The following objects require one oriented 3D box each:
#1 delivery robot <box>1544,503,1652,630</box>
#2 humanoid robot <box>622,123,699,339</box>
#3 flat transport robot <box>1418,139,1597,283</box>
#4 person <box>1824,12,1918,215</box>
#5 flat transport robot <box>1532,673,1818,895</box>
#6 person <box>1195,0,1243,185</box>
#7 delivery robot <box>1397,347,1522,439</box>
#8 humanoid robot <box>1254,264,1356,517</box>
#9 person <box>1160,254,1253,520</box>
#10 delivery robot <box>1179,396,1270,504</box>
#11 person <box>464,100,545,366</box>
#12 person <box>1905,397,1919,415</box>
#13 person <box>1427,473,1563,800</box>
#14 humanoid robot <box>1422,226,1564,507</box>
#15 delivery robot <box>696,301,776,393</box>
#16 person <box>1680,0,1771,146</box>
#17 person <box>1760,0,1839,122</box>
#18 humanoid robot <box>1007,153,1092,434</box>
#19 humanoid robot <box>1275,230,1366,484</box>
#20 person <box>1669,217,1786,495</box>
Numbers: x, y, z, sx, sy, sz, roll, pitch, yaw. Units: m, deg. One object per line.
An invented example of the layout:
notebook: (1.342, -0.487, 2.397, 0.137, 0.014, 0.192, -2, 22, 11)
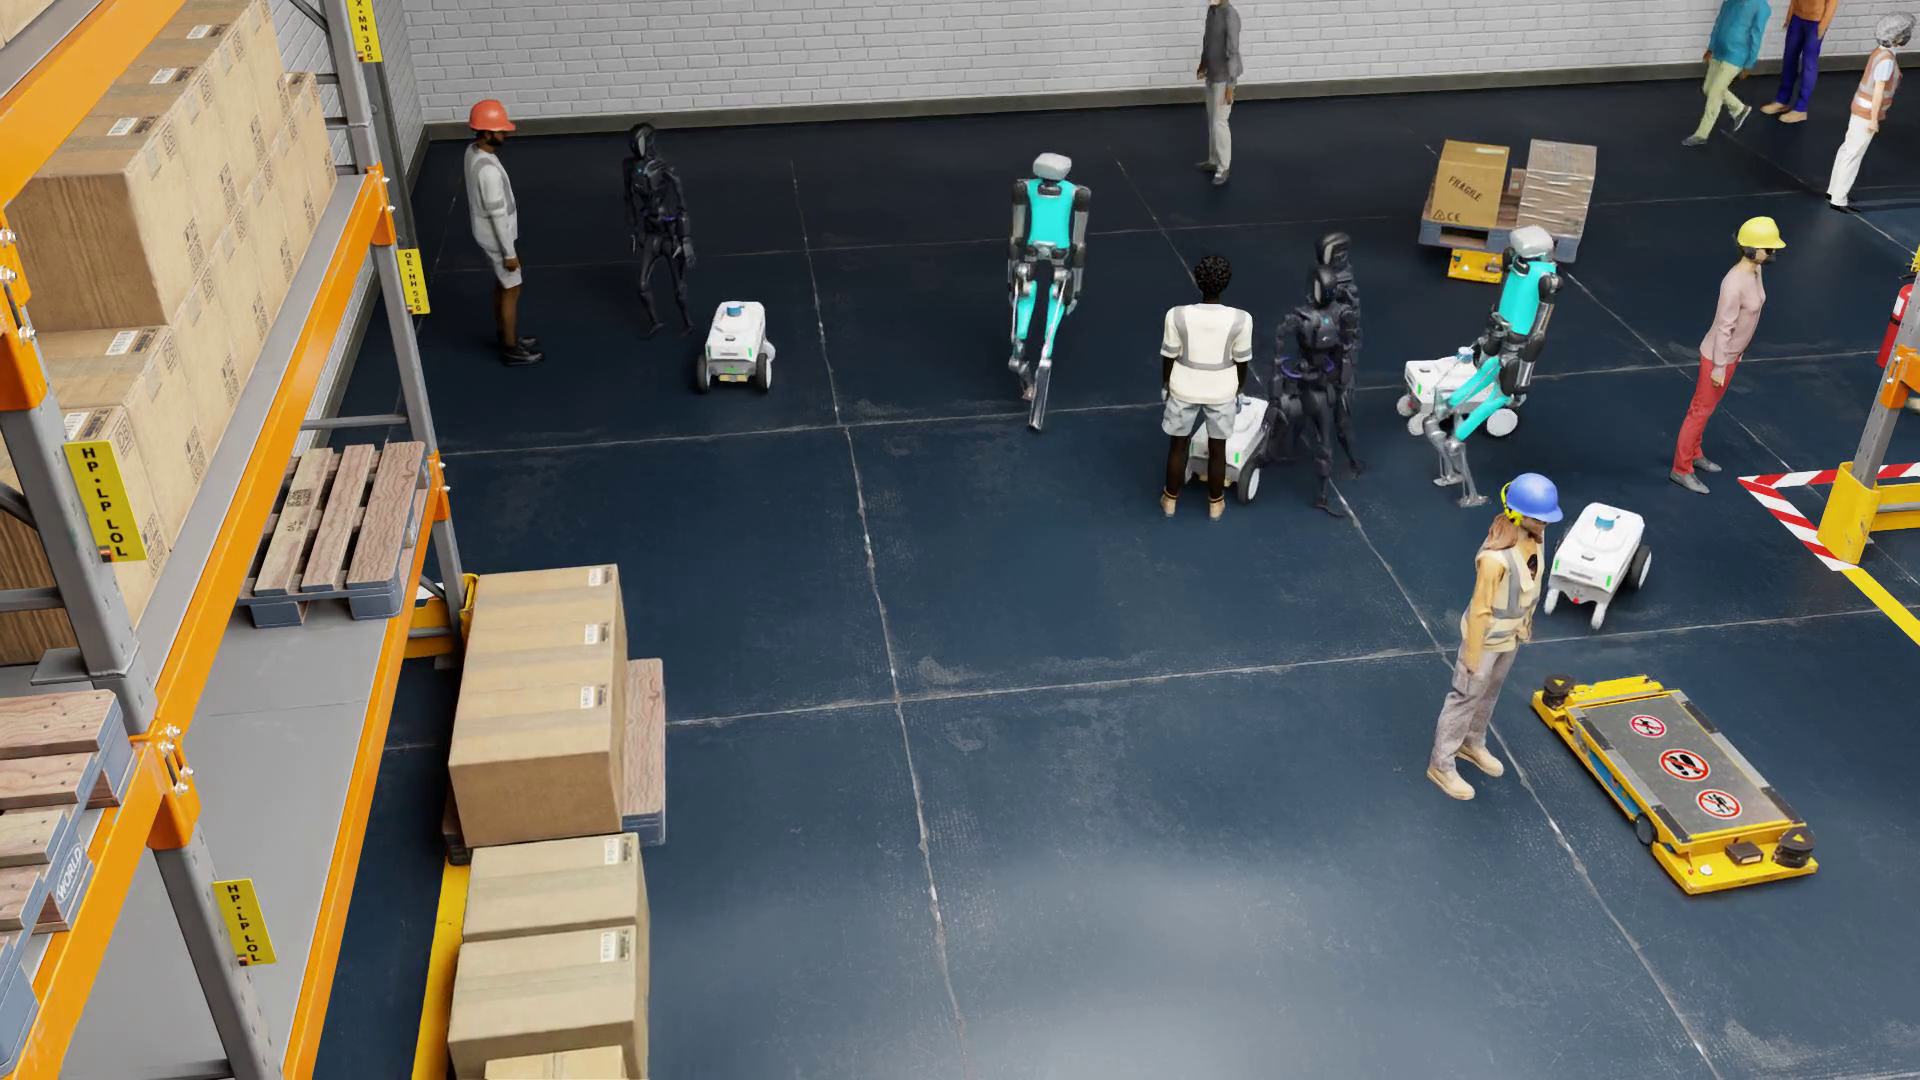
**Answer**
delivery robot: (3.600, 0.105, 9.420, 0.499, 0.583, 0.758, 20, 38, 27)
humanoid robot: (-2.138, -2.200, 11.946, 0.608, 1.641, 0.429, 18, 37, 26)
flat transport robot: (4.401, -2.452, 13.610, 0.659, 0.231, 1.431, 11, 35, 16)
person: (7.714, -3.621, 14.099, 0.298, 1.687, 0.451, 10, 35, 16)
flat transport robot: (3.457, 1.130, 8.121, 0.659, 0.231, 1.431, -7, 34, -11)
person: (2.285, -4.104, 14.672, 0.406, 1.885, 0.692, -8, 34, -12)
delivery robot: (3.370, -0.998, 11.130, 0.781, 0.605, 0.499, -2, 33, -2)
humanoid robot: (2.058, -0.931, 10.016, 0.588, 1.639, 0.629, -13, 35, -19)
person: (1.450, -0.889, 9.915, 0.535, 1.691, 0.319, 4, 33, 7)
delivery robot: (1.705, -0.612, 10.530, 0.499, 0.596, 0.787, 15, 36, 22)
person: (-3.191, -2.125, 11.601, 0.385, 1.923, 0.547, -15, 36, -21)
person: (6.726, -1.605, 10.888, 0.536, 1.822, 0.653, -26, 41, -34)
person: (2.524, 0.448, 7.793, 0.339, 1.768, 0.454, 29, 43, 36)
humanoid robot: (3.135, -1.027, 10.055, 0.702, 1.752, 0.530, -7, 34, -11)
delivery robot: (-1.563, -1.379, 11.699, 0.525, 0.590, 0.762, 0, 33, 1)
person: (7.198, -4.529, 15.453, 0.663, 1.723, 0.566, -7, 34, -10)
person: (8.188, -5.053, 16.042, 0.404, 1.973, 0.517, -11, 35, -17)
humanoid robot: (0.504, -1.537, 10.915, 0.549, 1.816, 0.918, 8, 34, 13)
humanoid robot: (2.326, -1.156, 10.358, 0.432, 1.640, 0.616, -14, 36, -20)
person: (4.718, -1.145, 10.234, 0.301, 1.772, 0.524, 20, 38, 28)
